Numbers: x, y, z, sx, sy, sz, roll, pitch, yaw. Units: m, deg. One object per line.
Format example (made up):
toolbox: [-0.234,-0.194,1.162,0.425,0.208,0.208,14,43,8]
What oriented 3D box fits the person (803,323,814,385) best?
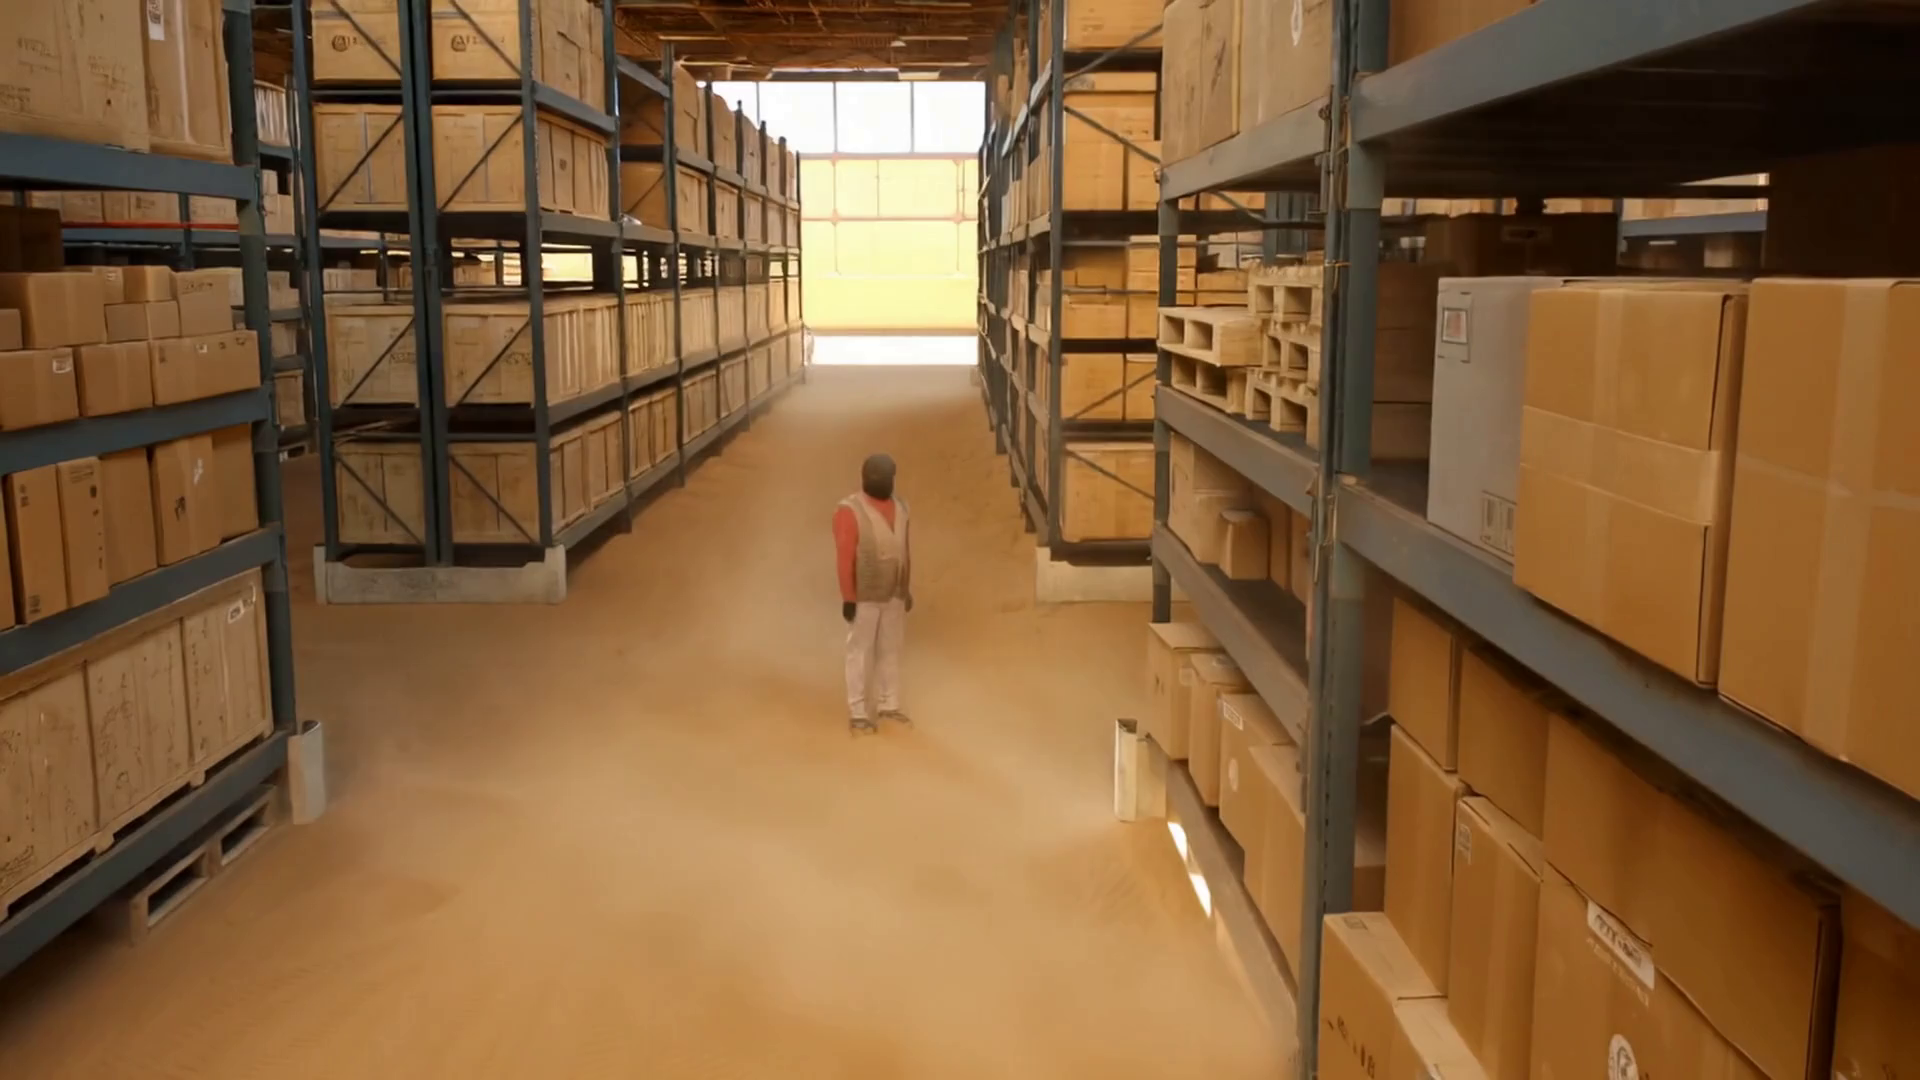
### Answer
person: [-3.989,-4.879,43.649,0.327,1.627,0.524,-1,9,-5]

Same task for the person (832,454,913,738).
person: [-0.536,0.350,10.897,0.429,1.841,0.625,8,12,41]
